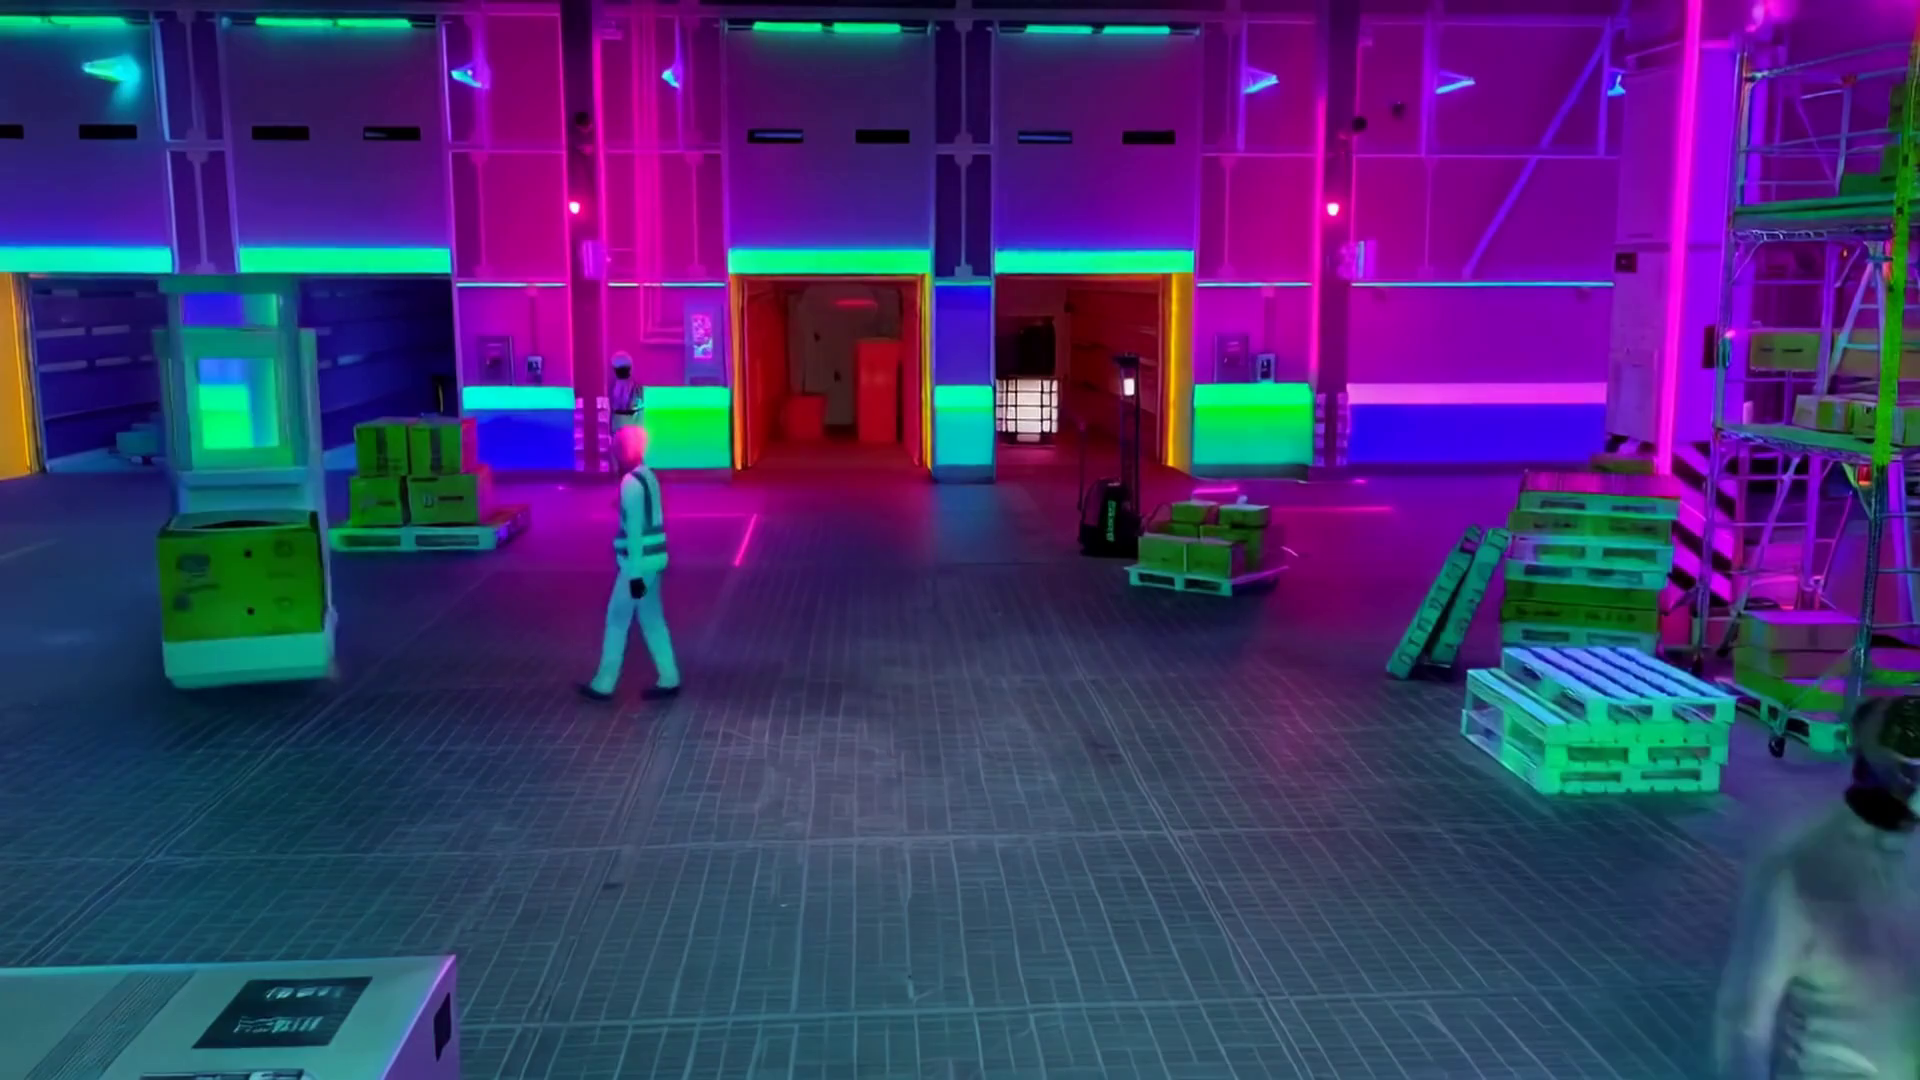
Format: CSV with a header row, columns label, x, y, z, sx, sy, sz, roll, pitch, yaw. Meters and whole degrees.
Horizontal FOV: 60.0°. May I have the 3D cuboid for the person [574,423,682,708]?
label,x,y,z,sx,sy,sz,roll,pitch,yaw
person,-2.200,0.167,10.912,0.766,1.852,0.644,1,9,5

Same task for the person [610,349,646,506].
label,x,y,z,sx,sy,sz,roll,pitch,yaw
person,-4.056,-1.346,20.187,0.544,1.929,0.386,7,12,38

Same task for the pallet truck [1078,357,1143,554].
label,x,y,z,sx,sy,sz,roll,pitch,yaw
pallet truck,2.088,-0.836,16.757,1.885,1.965,0.823,2,9,13

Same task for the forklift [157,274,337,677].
label,x,y,z,sx,sy,sz,roll,pitch,yaw
forklift,-5.254,-0.547,12.185,1.129,2.768,1.873,-3,10,-19

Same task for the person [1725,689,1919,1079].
label,x,y,z,sx,sy,sz,roll,pitch,yaw
person,2.126,1.253,4.013,0.641,1.892,1.050,-3,9,-16
